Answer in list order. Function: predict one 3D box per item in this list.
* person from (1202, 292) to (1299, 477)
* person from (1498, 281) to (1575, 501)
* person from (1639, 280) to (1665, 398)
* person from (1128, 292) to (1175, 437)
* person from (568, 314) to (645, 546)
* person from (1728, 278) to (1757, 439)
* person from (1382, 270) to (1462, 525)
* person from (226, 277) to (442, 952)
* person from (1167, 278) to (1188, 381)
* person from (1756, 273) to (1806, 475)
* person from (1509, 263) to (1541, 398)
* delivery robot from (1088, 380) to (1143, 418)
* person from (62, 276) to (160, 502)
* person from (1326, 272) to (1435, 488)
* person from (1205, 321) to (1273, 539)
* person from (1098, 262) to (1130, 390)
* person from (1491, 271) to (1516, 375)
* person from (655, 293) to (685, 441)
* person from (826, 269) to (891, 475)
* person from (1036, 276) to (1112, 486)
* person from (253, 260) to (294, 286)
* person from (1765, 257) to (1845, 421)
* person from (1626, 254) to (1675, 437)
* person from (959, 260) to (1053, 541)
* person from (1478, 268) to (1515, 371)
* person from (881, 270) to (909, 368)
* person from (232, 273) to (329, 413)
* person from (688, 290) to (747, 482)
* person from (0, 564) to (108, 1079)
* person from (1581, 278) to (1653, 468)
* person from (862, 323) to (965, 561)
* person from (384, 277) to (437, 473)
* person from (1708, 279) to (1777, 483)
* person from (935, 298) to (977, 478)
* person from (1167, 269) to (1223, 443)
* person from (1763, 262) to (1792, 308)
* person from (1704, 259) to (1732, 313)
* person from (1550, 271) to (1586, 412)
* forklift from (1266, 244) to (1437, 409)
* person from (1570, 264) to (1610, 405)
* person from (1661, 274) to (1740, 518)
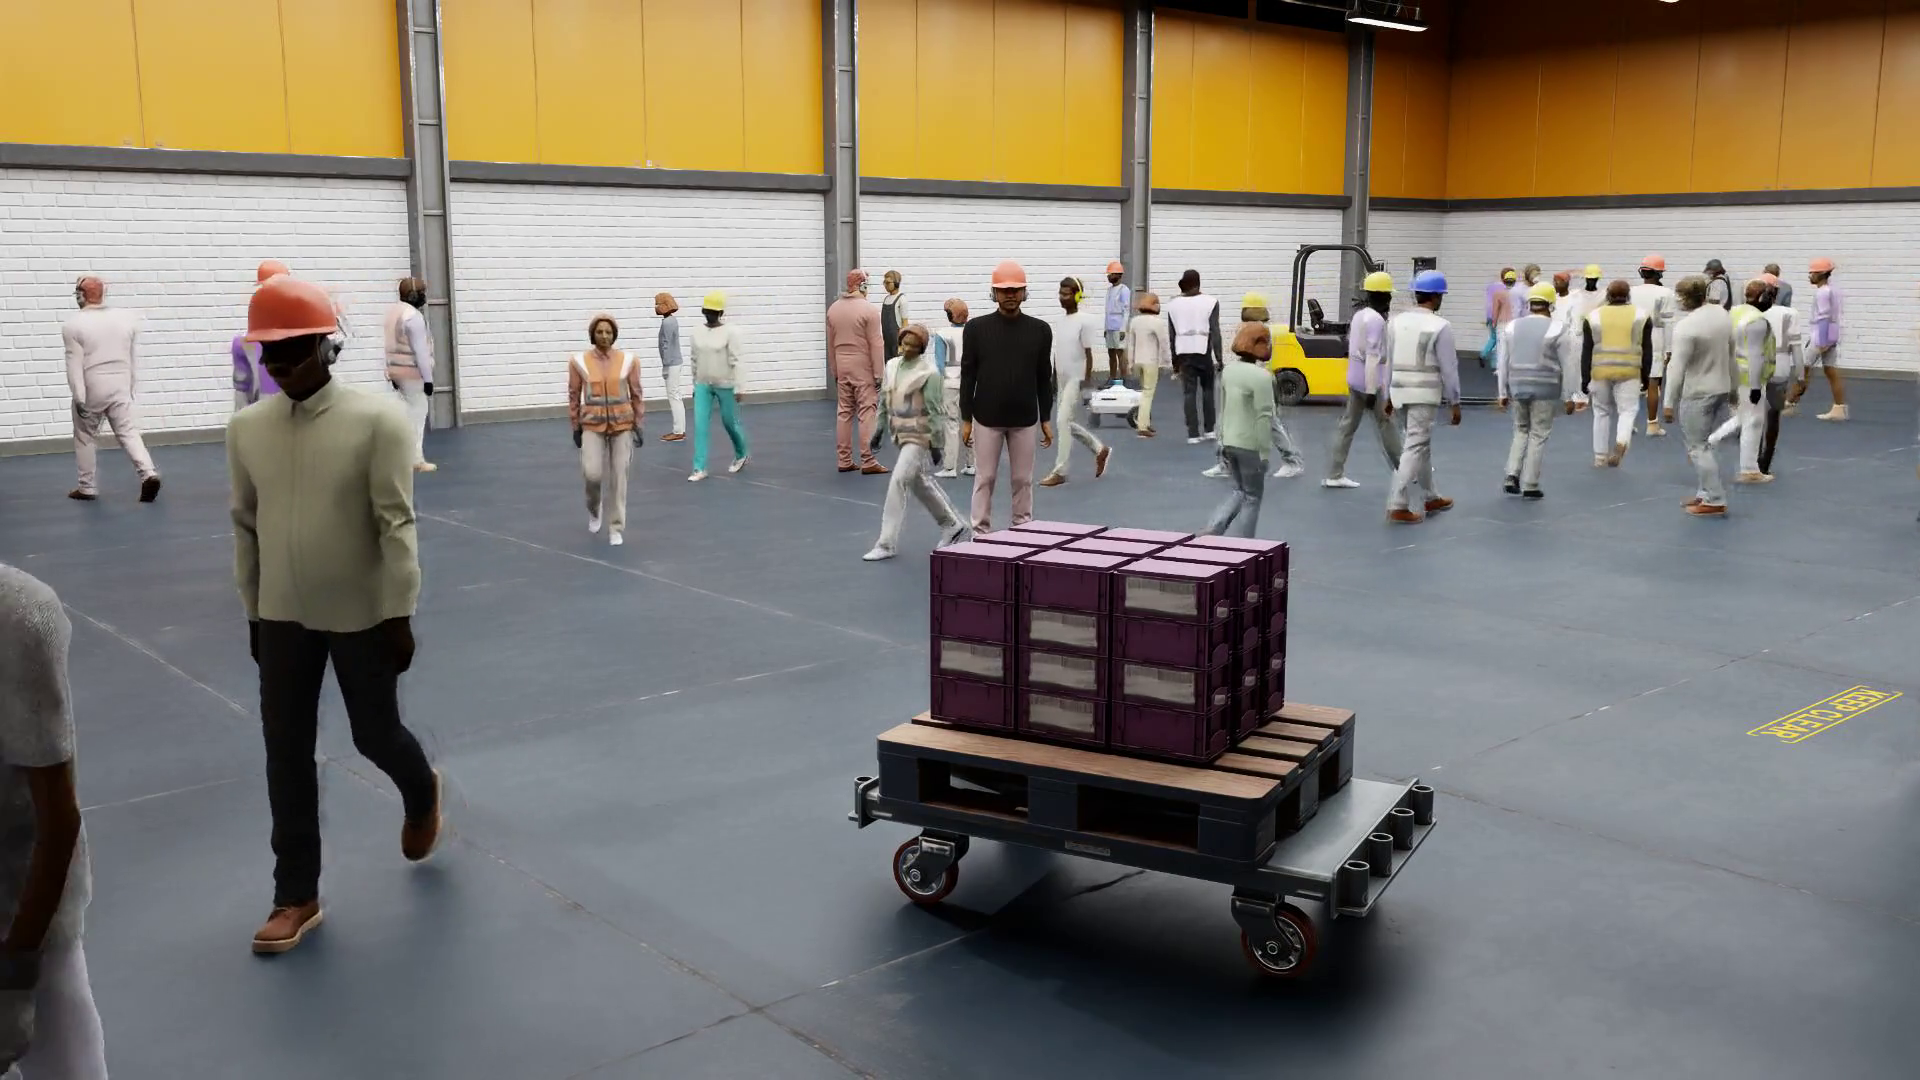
[{"bbox_3d":[2.716,-1.409,15.189,0.888,1.700,0.498,-2,10,-11],"label":"person"},{"bbox_3d":[4.767,-1.224,13.750,0.423,1.815,0.607,-9,13,-42],"label":"person"},{"bbox_3d":[9.879,-2.868,23.732,0.322,1.696,0.536,-3,10,-14],"label":"person"},{"bbox_3d":[2.173,-1.956,18.625,0.537,1.618,0.517,-6,12,-33],"label":"person"},{"bbox_3d":[-2.474,-0.775,11.694,0.518,1.625,0.409,-2,10,-13],"label":"person"},{"bbox_3d":[8.798,-2.032,18.600,0.945,1.778,0.608,-7,12,-36],"label":"person"},{"bbox_3d":[3.592,-1.080,12.633,0.901,1.908,0.641,-5,11,-27],"label":"person"},{"bbox_3d":[-1.903,0.185,5.085,0.619,1.968,0.825,1,10,4],"label":"person"},{"bbox_3d":[3.614,-3.404,26.899,0.535,1.691,0.318,4,10,21],"label":"person"},{"bbox_3d":[7.457,-1.515,15.352,0.618,1.855,1.005,4,10,22],"label":"person"},{"bbox_3d":[7.971,-2.882,23.180,0.648,1.910,0.767,-4,11,-24],"label":"person"},{"bbox_3d":[1.870,-1.645,19.642,0.707,0.478,0.477,0,10,2],"label":"delivery robot"},{"bbox_3d":[-7.015,-1.234,13.673,0.920,1.870,0.640,7,12,34],"label":"person"},{"bbox_3d":[3.641,-1.371,14.423,0.954,1.876,0.612,-1,10,-6],"label":"person"},{"bbox_3d":[1.799,-0.579,10.551,0.404,1.618,0.516,-4,11,-23],"label":"person"},{"bbox_3d":[2.316,-3.191,24.925,0.359,1.938,0.547,-5,11,-28],"label":"person"},{"bbox_3d":[9.286,-3.668,28.220,0.533,1.767,0.313,1,10,8],"label":"person"},{"bbox_3d":[-3.195,-1.902,18.297,0.287,1.624,0.497,-1,10,-4],"label":"person"},{"bbox_3d":[-0.935,-1.561,15.481,0.642,1.906,0.410,8,12,38],"label":"person"},{"bbox_3d":[1.021,-1.409,14.747,0.782,1.848,0.524,-5,11,-28],"label":"person"},{"bbox_3d":[-5.677,-1.348,13.990,0.391,1.986,0.609,-5,11,-26],"label":"person"},{"bbox_3d":[10.506,-2.472,20.518,0.982,1.996,0.625,8,13,41],"label":"person"},{"bbox_3d":[7.714,-2.177,18.677,0.375,2.044,0.605,-9,14,-44],"label":"person"},{"bbox_3d":[0.299,-0.780,10.639,0.609,1.996,0.379,-1,10,-8],"label":"person"},{"bbox_3d":[9.479,-3.876,29.271,0.462,1.817,0.614,-5,11,-25],"label":"person"},{"bbox_3d":[-0.849,-2.504,21.174,0.345,1.846,0.508,-7,12,-36],"label":"person"},{"bbox_3d":[-4.135,-0.666,10.188,0.571,1.920,0.430,-4,10,-21],"label":"person"},{"bbox_3d":[-2.205,-1.426,15.234,0.535,1.727,0.870,3,10,17],"label":"person"},{"bbox_3d":[-1.565,0.662,2.669,0.827,1.844,0.391,4,11,23],"label":"person"},{"bbox_3d":[6.183,-1.555,15.695,0.637,1.824,0.730,4,11,24],"label":"person"},{"bbox_3d":[-0.279,-0.675,11.194,0.843,1.588,0.529,-7,12,-34],"label":"person"},{"bbox_3d":[-5.111,-1.530,15.511,0.434,1.829,0.658,-8,12,-38],"label":"person"},{"bbox_3d":[6.983,-1.414,14.869,0.593,1.821,0.649,1,10,7],"label":"person"},{"bbox_3d":[-0.025,-1.383,15.199,0.514,1.645,0.309,-8,12,-38],"label":"person"},{"bbox_3d":[2.605,-2.009,18.175,0.673,1.869,0.736,4,11,23],"label":"person"},{"bbox_3d":[12.696,-3.391,26.130,0.635,1.923,0.463,3,10,18],"label":"person"},{"bbox_3d":[13.016,-3.890,28.717,0.533,2.000,0.803,7,12,37],"label":"person"},{"bbox_3d":[7.794,-2.549,21.514,1.024,1.830,0.589,-6,11,-31],"label":"person"},{"bbox_3d":[5.256,-2.933,22.661,2.313,2.155,1.214,3,10,16],"label":"forklift"},{"bbox_3d":[8.537,-2.790,22.639,0.621,1.912,0.418,6,11,30],"label":"person"},{"bbox_3d":[5.713,-1.103,12.854,0.712,1.883,0.517,-8,12,-39],"label":"person"}]
